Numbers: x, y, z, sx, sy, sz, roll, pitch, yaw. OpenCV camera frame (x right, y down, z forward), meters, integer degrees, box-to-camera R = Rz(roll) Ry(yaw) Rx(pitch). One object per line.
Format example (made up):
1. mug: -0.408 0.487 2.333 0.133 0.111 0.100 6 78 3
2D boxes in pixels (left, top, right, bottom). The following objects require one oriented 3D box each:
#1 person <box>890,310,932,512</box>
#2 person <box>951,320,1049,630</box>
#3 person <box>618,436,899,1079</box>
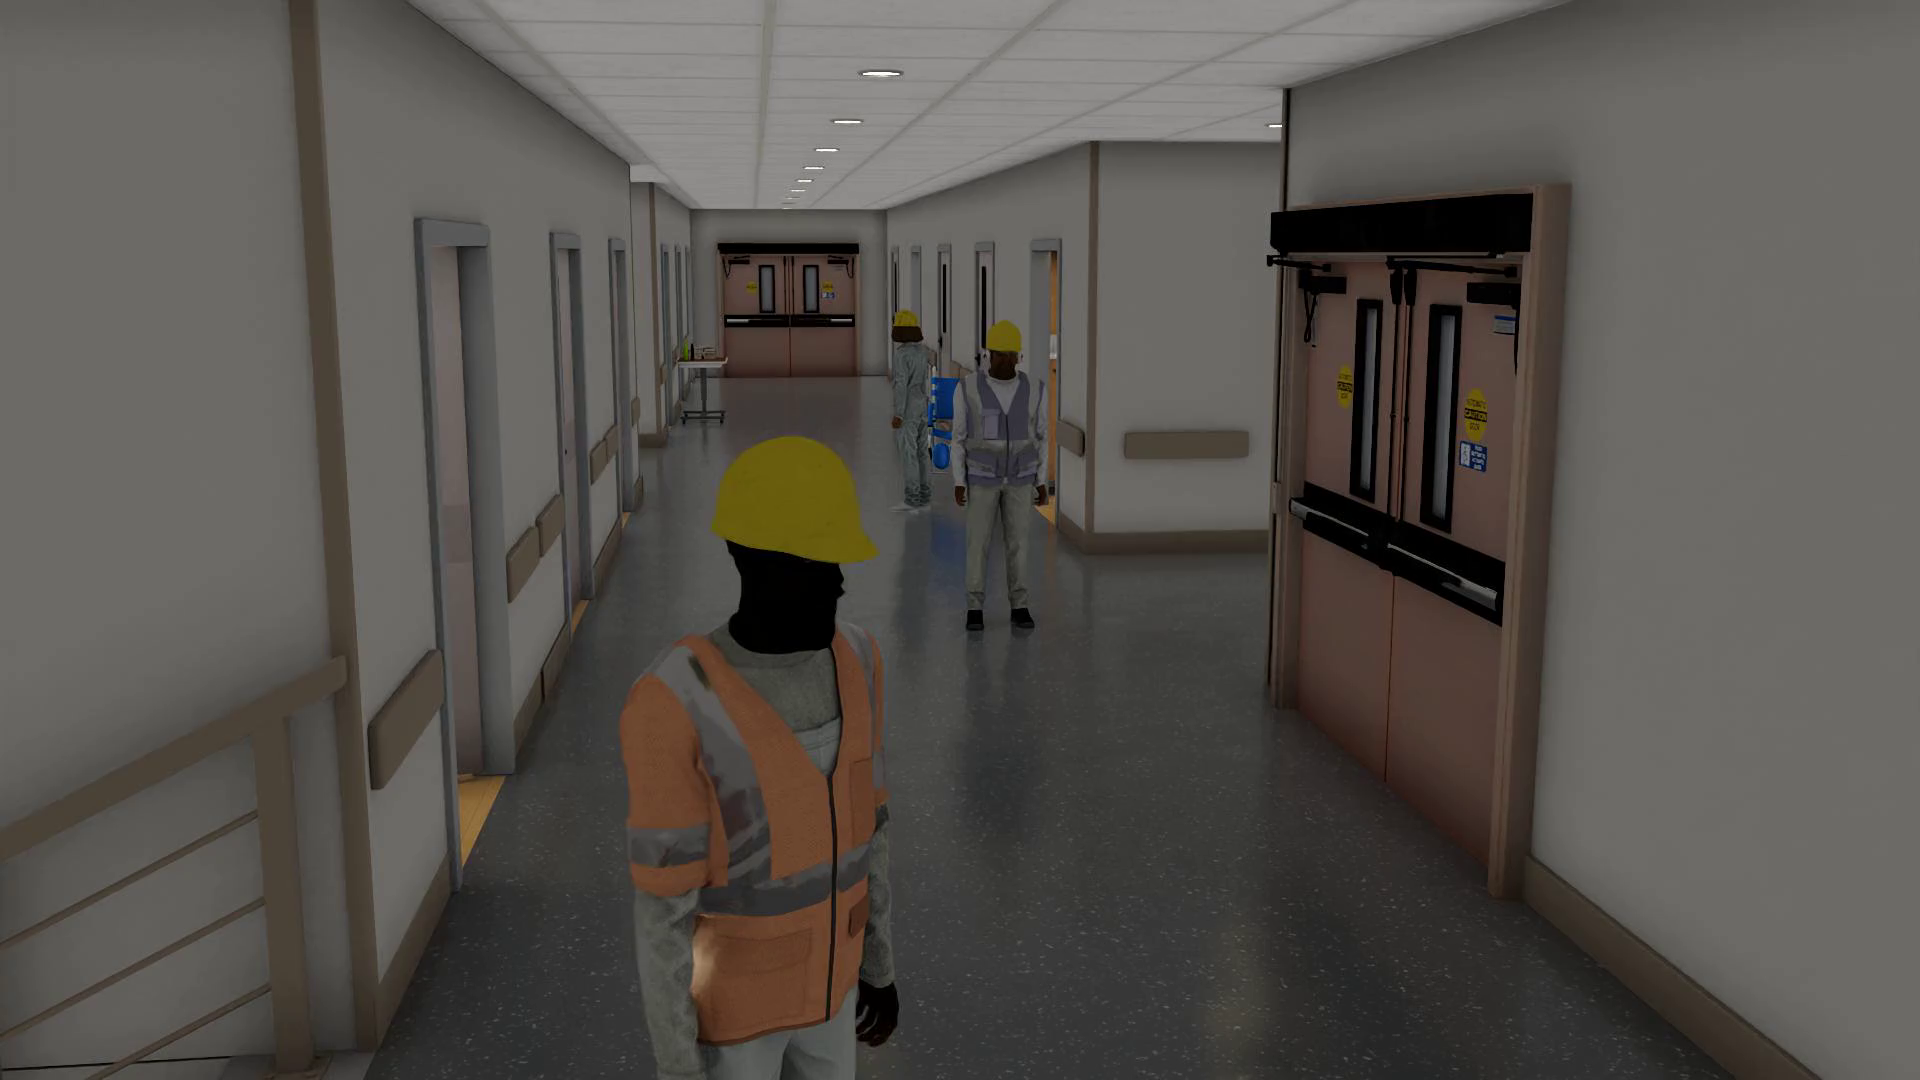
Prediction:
1. person: -0.449 -1.110 14.362 0.324 1.742 0.492 5 11 27
2. person: 0.242 -0.380 9.852 0.589 1.833 0.404 -2 10 -10
3. person: -0.308 0.773 2.898 0.397 1.920 0.586 7 12 36
